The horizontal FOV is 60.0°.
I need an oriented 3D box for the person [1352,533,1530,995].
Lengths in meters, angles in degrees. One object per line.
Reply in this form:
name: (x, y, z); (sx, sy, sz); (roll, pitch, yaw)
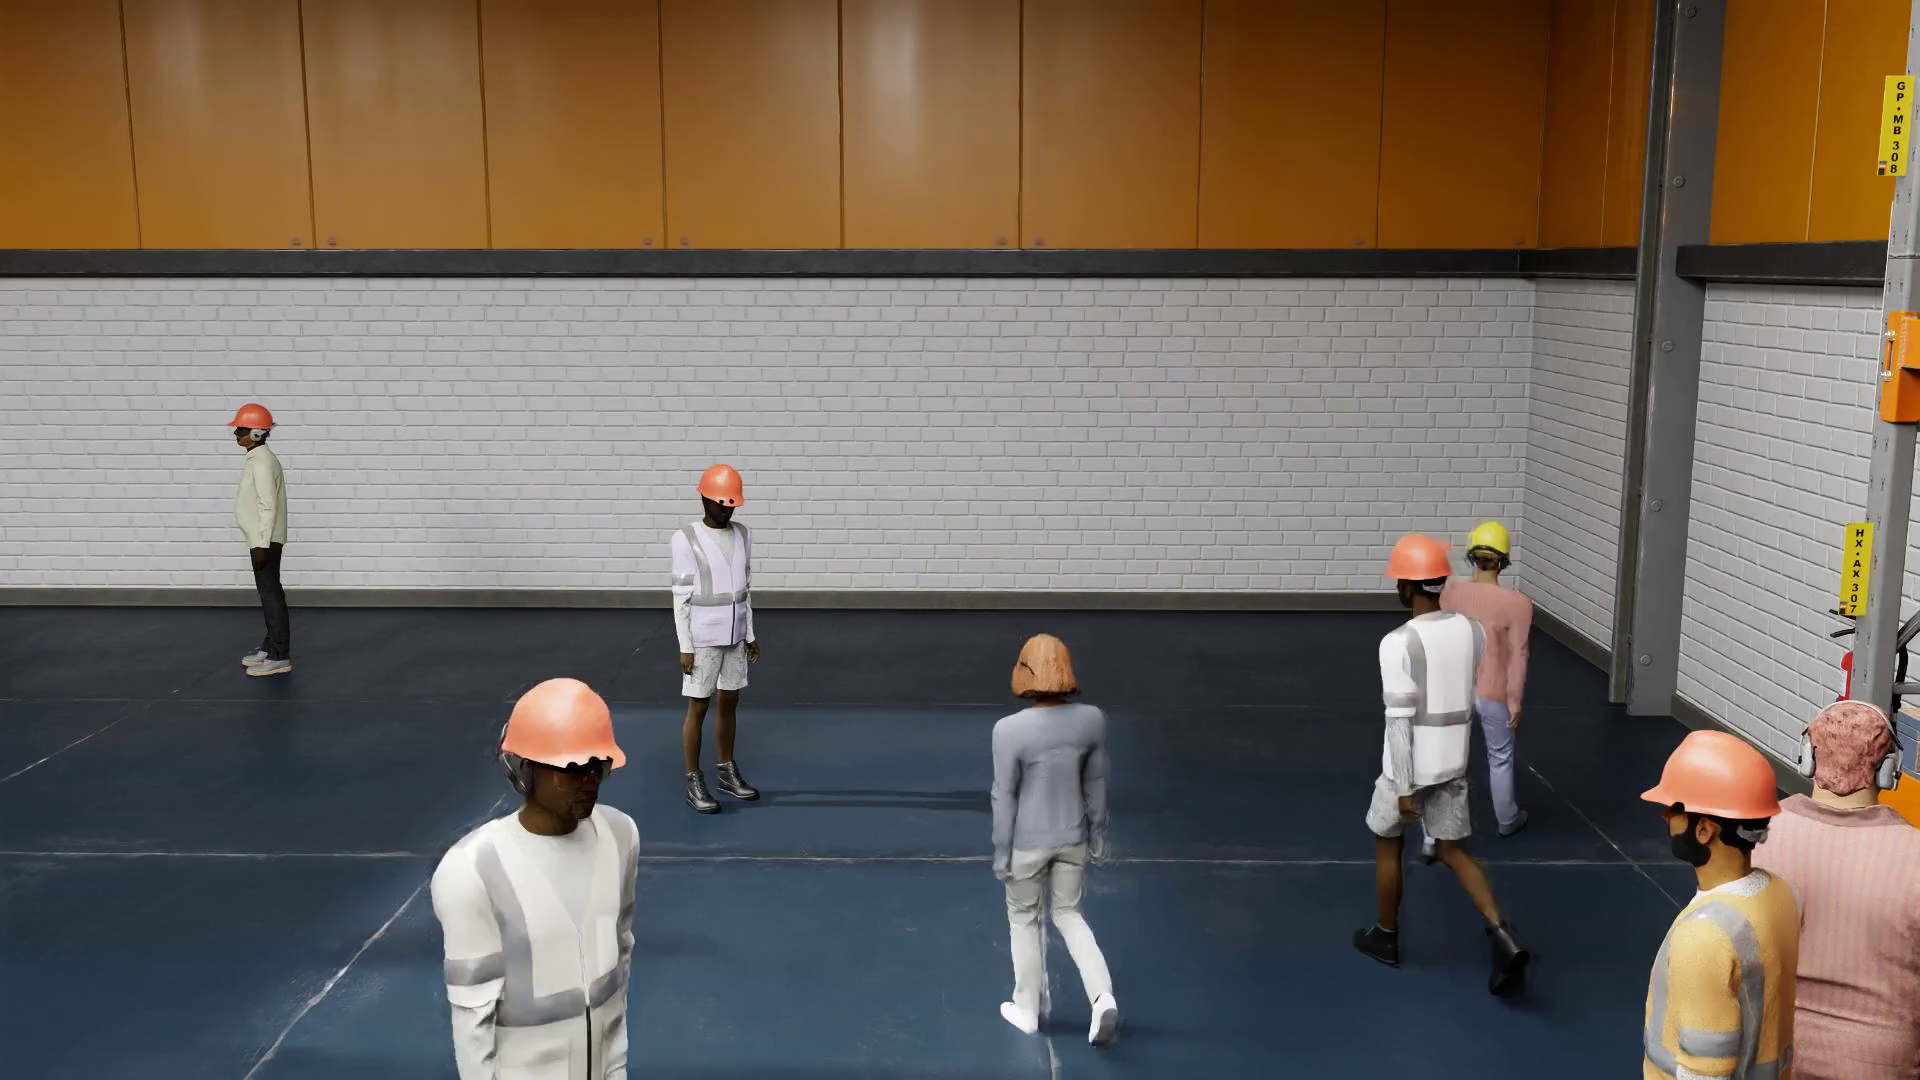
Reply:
person: (1.983, 0.933, 6.896); (0.539, 1.912, 0.822); (-4, 10, -24)

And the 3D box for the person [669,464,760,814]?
person: (-1.329, 0.534, 9.213); (0.373, 1.928, 0.543); (8, 12, 40)

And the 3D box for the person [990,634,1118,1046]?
person: (0.364, 1.166, 6.371); (0.500, 1.614, 0.580); (-5, 11, -26)

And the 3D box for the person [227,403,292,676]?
person: (-5.149, -0.010, 12.260); (0.376, 1.997, 0.612); (-5, 11, -26)

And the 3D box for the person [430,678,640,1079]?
person: (-1.086, 1.318, 4.241); (0.780, 2.025, 0.601); (8, 12, 40)

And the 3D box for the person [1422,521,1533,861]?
person: (2.644, 0.760, 8.509); (0.541, 1.716, 0.925); (7, 12, 38)

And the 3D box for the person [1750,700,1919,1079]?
person: (2.290, 1.354, 4.383); (0.639, 1.903, 0.407); (7, 12, 37)

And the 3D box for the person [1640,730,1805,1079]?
person: (1.761, 1.404, 3.974); (0.373, 1.934, 0.551); (8, 13, 41)
